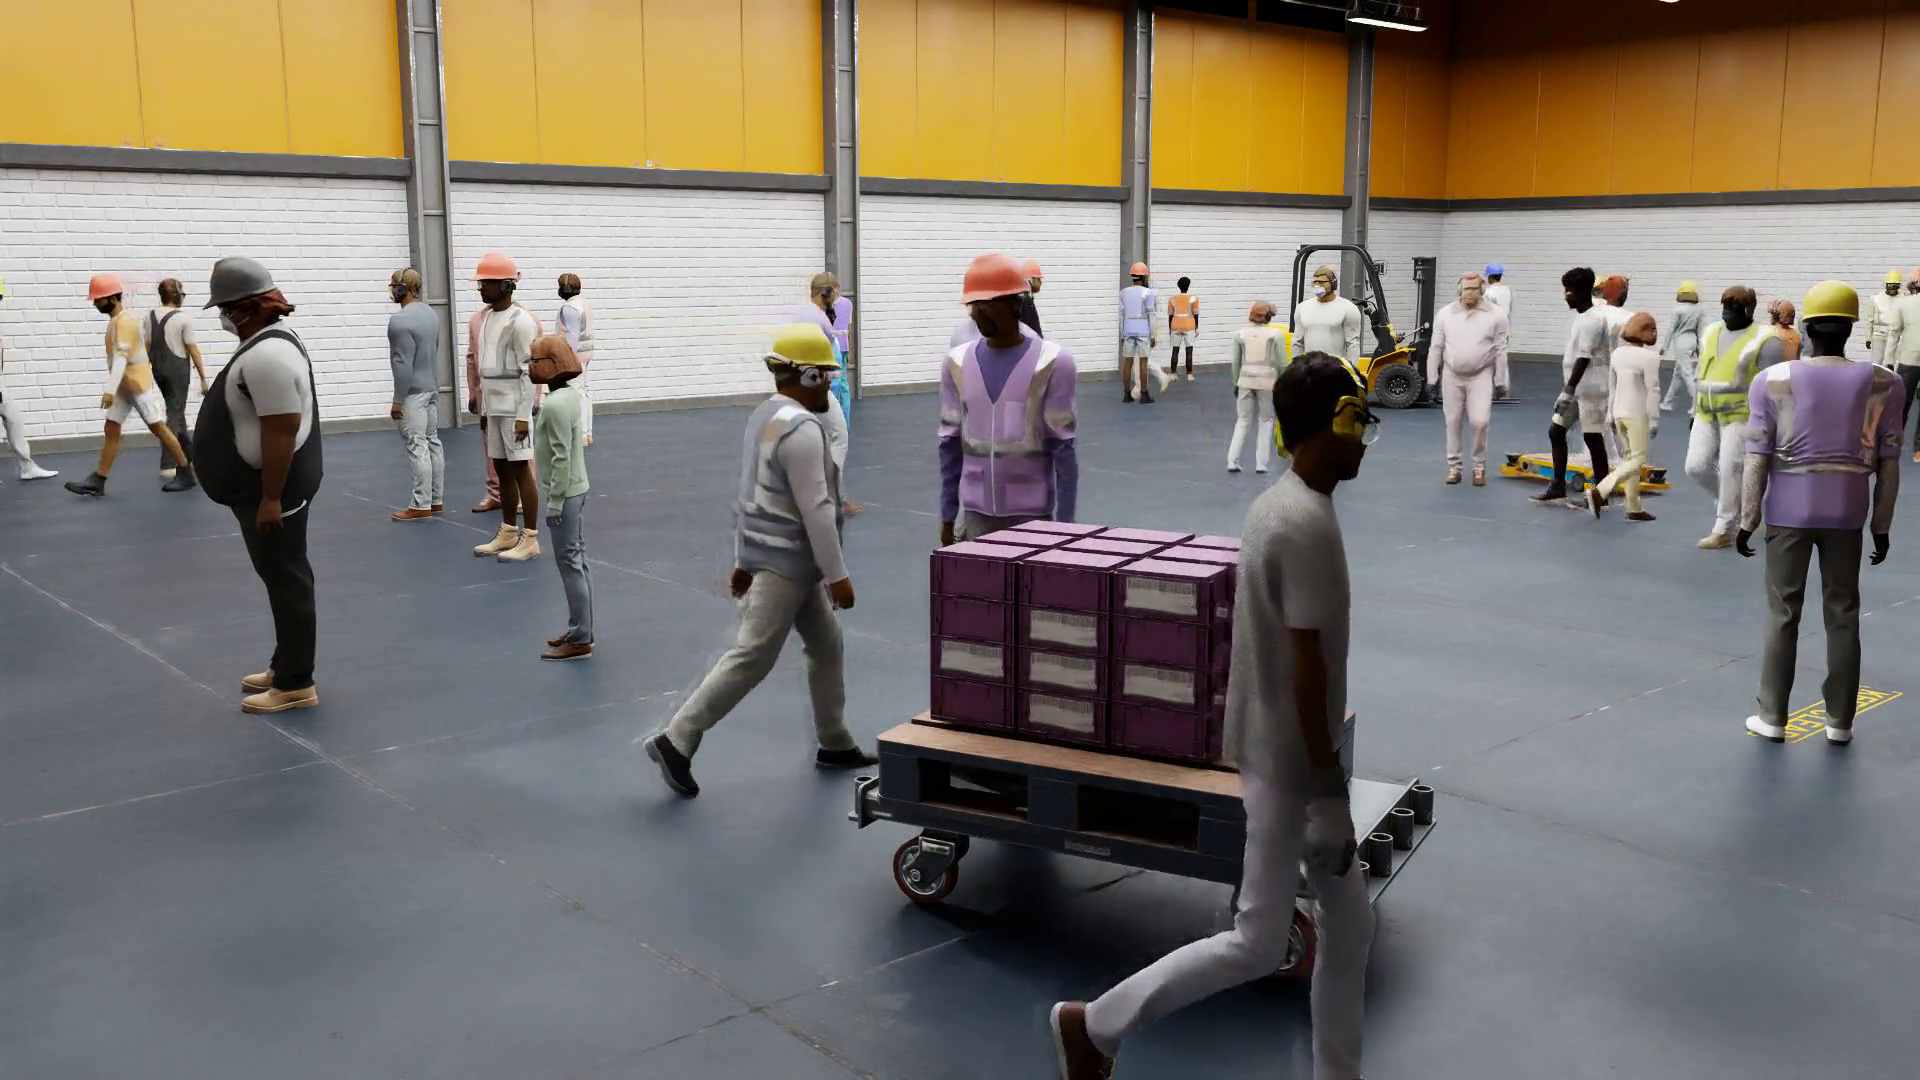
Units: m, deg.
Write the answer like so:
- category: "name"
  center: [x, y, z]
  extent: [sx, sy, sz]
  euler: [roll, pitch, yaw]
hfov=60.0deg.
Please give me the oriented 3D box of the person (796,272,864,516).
- category: "person"
  center: [-1.014, -1.118, 12.911]
  extent: [0.723, 1.895, 0.697]
  euler: [-1, 10, -5]

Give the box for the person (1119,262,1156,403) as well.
- category: "person"
  center: [2.452, -2.848, 22.919]
  extent: [0.545, 1.938, 0.357]
  euler: [6, 11, 30]

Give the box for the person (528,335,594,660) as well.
- category: "person"
  center: [-2.007, -0.213, 8.379]
  extent: [0.265, 1.631, 0.507]
  euler: [-1, 10, -6]

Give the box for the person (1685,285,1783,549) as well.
- category: "person"
  center: [5.349, -0.849, 11.530]
  extent: [0.487, 1.827, 0.638]
  euler: [-5, 11, -26]

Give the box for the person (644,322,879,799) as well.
- category: "person"
  center: [-0.762, 0.074, 6.336]
  extent: [0.942, 1.790, 0.602]
  euler: [-3, 10, -17]

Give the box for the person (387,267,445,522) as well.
- category: "person"
  center: [-4.179, -1.108, 12.725]
  extent: [0.373, 1.940, 0.630]
  euler: [1, 10, 5]

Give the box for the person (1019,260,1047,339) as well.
- category: "person"
  center: [0.619, -1.762, 16.420]
  extent: [0.541, 1.983, 0.633]
  euler: [-1, 10, -3]

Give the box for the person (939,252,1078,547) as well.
- category: "person"
  center: [0.193, -0.143, 6.801]
  extent: [0.633, 2.040, 0.410]
  euler: [5, 11, 25]

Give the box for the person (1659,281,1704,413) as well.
- category: "person"
  center: [9.414, -2.500, 21.586]
  extent: [0.490, 1.700, 0.884]
  euler: [-5, 11, -27]

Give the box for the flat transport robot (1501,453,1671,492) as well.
- category: "flat transport robot"
  center: [5.501, -0.609, 14.678]
  extent: [0.652, 0.197, 1.431]
  euler: [-3, 10, -19]

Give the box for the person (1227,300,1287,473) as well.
- category: "person"
  center: [2.772, -1.413, 15.441]
  extent: [0.550, 1.616, 0.355]
  euler: [6, 11, 31]

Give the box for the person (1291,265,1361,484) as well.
- category: "person"
  center: [3.235, -1.465, 14.813]
  extent: [0.635, 1.937, 0.352]
  euler: [7, 12, 36]

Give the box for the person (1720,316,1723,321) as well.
- category: "person"
  center: [8.919, -2.066, 19.208]
  extent: [0.523, 1.638, 0.310]
  euler: [-8, 12, -38]

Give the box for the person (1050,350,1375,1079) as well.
- category: "person"
  center: [0.658, 0.496, 3.685]
  extent: [0.834, 1.820, 0.579]
  euler: [3, 10, 14]

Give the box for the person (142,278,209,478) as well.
- category: "person"
  center: [-7.177, -1.499, 15.382]
  extent: [0.519, 1.810, 0.828]
  euler: [3, 10, 17]

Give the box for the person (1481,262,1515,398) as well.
- category: "person"
  center: [7.488, -2.923, 23.342]
  extent: [0.622, 1.947, 0.398]
  euler: [-5, 11, -29]

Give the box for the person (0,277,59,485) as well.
- category: "person"
  center: [-8.412, -1.407, 14.609]
  extent: [0.857, 1.887, 0.602]
  euler: [-3, 10, -16]

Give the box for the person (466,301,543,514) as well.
- category: "person"
  center: [-3.595, -1.149, 13.062]
  extent: [0.652, 1.906, 0.403]
  euler: [3, 10, 17]

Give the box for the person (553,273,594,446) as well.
- category: "person"
  center: [-4.133, -1.922, 17.776]
  extent: [0.429, 1.841, 0.634]
  euler: [0, 10, 1]

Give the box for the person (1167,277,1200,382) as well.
- category: "person"
  center: [3.608, -3.401, 26.882]
  extent: [0.531, 1.694, 0.320]
  euler: [4, 11, 23]

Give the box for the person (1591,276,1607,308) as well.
- category: "person"
  center: [8.665, -2.720, 22.694]
  extent: [0.550, 1.749, 0.436]
  euler: [-1, 10, -8]

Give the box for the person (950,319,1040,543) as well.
- category: "person"
  center: [0.183, -0.745, 10.768]
  extent: [0.678, 1.870, 0.914]
  euler: [3, 10, 16]

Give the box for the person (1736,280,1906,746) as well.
- category: "person"
  center: [3.549, -0.108, 6.912]
  extent: [0.594, 1.922, 0.384]
  euler: [3, 10, 15]

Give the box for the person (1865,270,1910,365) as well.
- category: "person"
  center: [13.017, -2.858, 23.320]
  extent: [0.593, 1.824, 0.403]
  euler: [3, 10, 15]

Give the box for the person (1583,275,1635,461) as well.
- category: "person"
  center: [5.883, -1.439, 14.941]
  extent: [0.940, 1.838, 0.601]
  euler: [-6, 11, -31]

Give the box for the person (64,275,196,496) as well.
- category: "person"
  center: [-7.041, -1.298, 14.085]
  extent: [1.036, 1.873, 0.565]
  euler: [-8, 13, -39]

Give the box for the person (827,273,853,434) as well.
- category: "person"
  center: [-1.443, -2.083, 18.728]
  extent: [0.563, 1.837, 0.389]
  euler: [-9, 13, -43]

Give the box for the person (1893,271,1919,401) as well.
- category: "person"
  center: [10.273, -1.944, 17.818]
  extent: [0.569, 1.881, 0.922]
  euler: [-3, 10, -18]

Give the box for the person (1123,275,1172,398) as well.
- category: "person"
  center: [2.690, -2.917, 23.706]
  extent: [0.647, 1.813, 0.672]
  euler: [-1, 10, -5]

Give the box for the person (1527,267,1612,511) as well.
- category: "person"
  center: [4.864, -1.188, 13.204]
  extent: [0.730, 1.926, 0.601]
  euler: [1, 10, 8]

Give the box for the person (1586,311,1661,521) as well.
- category: "person"
  center: [5.034, -0.915, 12.542]
  extent: [0.652, 1.611, 0.508]
  euler: [-3, 10, -16]

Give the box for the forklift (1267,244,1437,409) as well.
- category: "forklift"
  center: [5.256, -2.933, 22.661]
  extent: [2.313, 2.155, 1.214]
  euler: [3, 10, 16]

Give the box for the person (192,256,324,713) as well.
- category: "person"
  center: [-3.134, -0.256, 7.441]
  extent: [0.536, 2.000, 0.678]
  euler: [-3, 10, -19]

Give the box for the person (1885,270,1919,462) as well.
- category: "person"
  center: [9.462, -1.747, 16.354]
  extent: [0.635, 1.978, 0.500]
  euler: [4, 10, 20]

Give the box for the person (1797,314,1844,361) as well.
- category: "person"
  center: [10.037, -2.110, 19.478]
  extent: [0.533, 1.618, 0.461]
  euler: [7, 12, 35]

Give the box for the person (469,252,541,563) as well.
- category: "person"
  center: [-3.026, -0.872, 11.036]
  extent: [0.378, 2.045, 0.605]
  euler: [-9, 13, -41]

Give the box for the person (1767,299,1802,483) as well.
- category: "person"
  center: [7.274, -1.317, 14.821]
  extent: [0.514, 1.641, 0.308]
  euler: [-6, 12, -33]

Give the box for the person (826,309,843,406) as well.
- category: "person"
  center: [-1.128, -1.150, 13.673]
  extent: [0.312, 1.697, 0.532]
  euler: [3, 10, 19]

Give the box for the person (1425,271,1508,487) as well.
- category: "person"
  center: [4.449, -1.414, 14.663]
  extent: [0.663, 1.889, 0.536]
  euler: [5, 11, 25]
